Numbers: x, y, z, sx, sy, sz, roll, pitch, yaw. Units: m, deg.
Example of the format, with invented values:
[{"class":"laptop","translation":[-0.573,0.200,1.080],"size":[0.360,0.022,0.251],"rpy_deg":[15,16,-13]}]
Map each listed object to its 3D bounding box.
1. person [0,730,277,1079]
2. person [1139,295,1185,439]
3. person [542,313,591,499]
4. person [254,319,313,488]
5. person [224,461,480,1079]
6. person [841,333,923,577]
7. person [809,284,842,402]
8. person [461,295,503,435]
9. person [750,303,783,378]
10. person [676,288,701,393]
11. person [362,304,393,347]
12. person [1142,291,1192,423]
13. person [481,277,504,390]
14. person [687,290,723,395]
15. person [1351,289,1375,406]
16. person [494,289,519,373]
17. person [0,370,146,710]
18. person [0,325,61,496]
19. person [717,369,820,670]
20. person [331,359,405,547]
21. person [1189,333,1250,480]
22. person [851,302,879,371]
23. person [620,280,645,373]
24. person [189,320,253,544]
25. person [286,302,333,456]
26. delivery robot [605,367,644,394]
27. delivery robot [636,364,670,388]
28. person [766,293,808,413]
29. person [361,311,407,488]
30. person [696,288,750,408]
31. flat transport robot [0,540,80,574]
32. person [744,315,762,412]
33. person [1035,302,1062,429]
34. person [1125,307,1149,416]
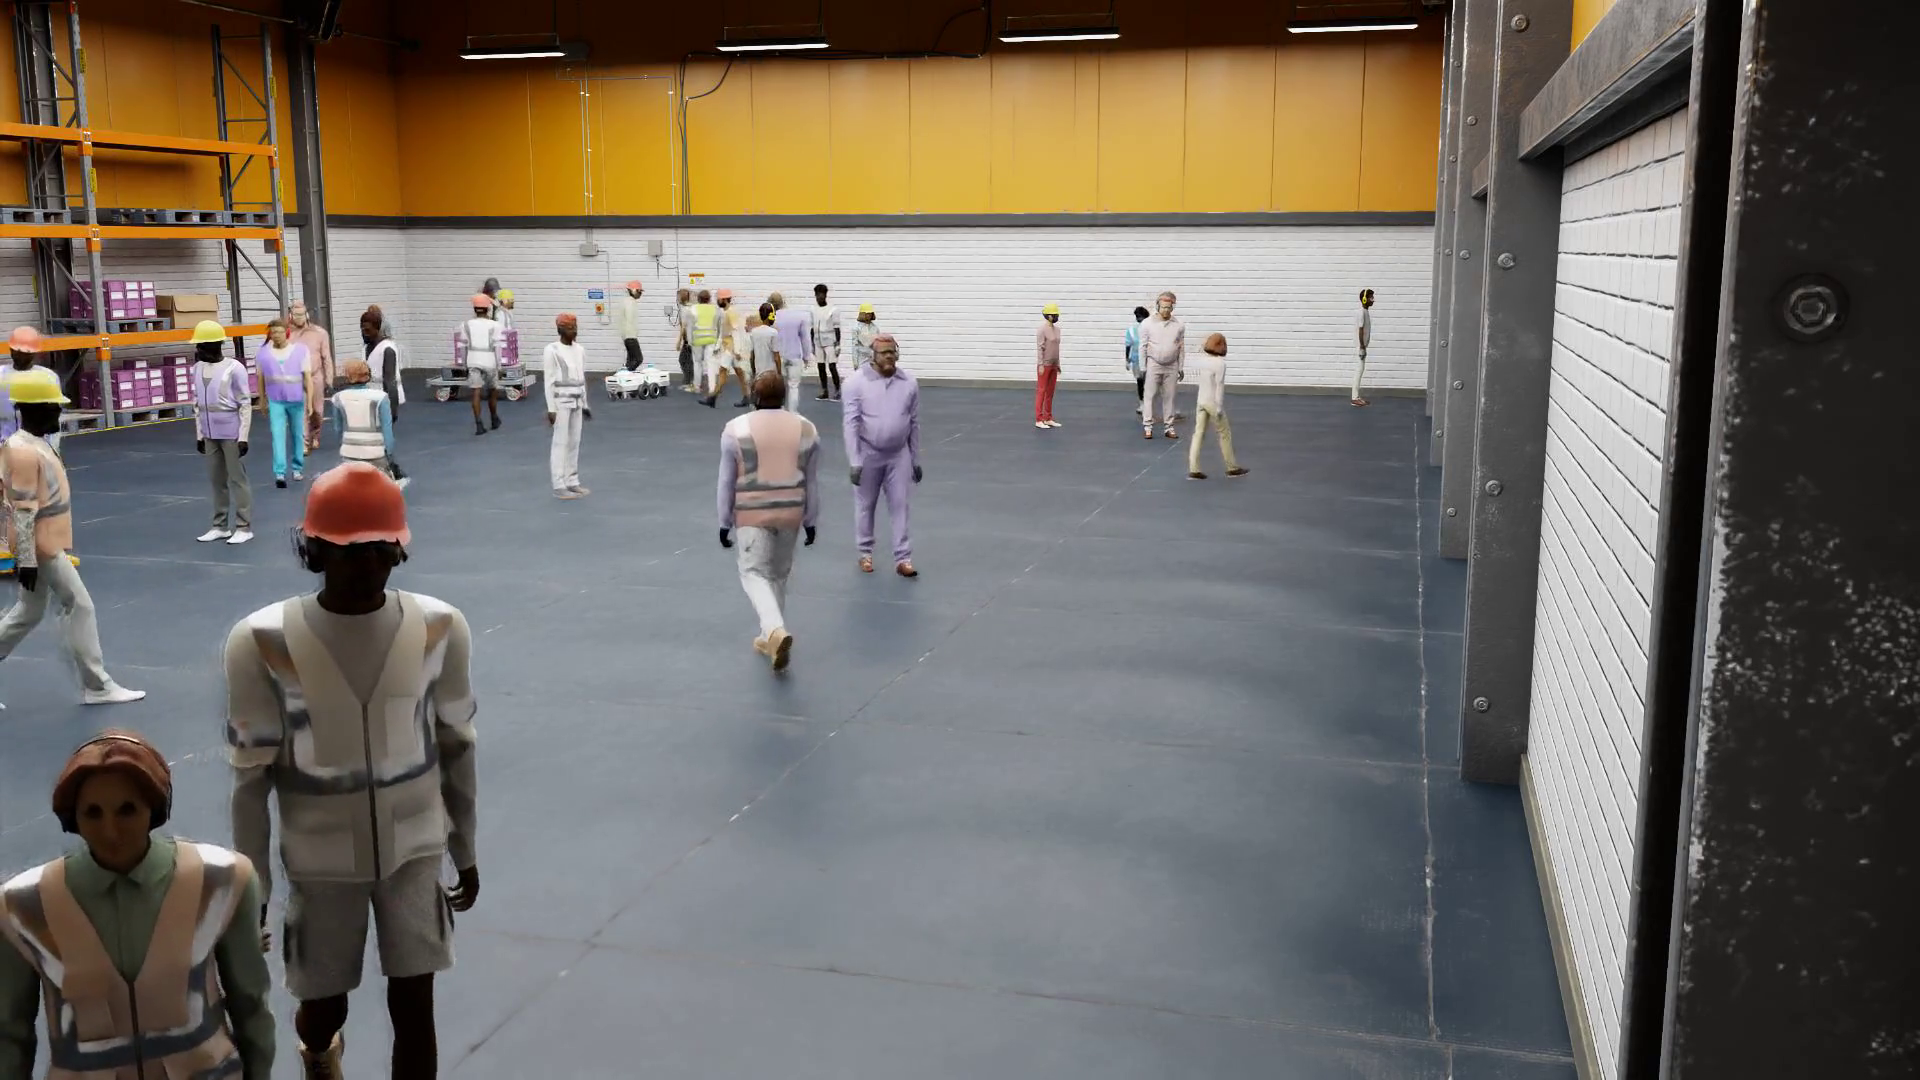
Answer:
[{"class":"person","translation":[-1.673,1.157,3.403],"size":[0.522,1.622,0.634],"rpy_deg":[-5,11,-26]},{"class":"person","translation":[2.694,-2.293,22.125],"size":[0.641,1.905,0.410],"rpy_deg":[-2,10,-11]},{"class":"person","translation":[-3.994,-1.363,16.917],"size":[0.337,1.879,0.583],"rpy_deg":[5,11,25]},{"class":"person","translation":[-7.218,-1.466,17.799],"size":[0.569,1.783,1.018],"rpy_deg":[-4,11,-20]},{"class":"person","translation":[-1.570,0.785,4.345],"size":[0.631,2.024,0.774],"rpy_deg":[-6,12,-30]},{"class":"person","translation":[-0.588,-0.660,12.962],"size":[0.658,1.904,0.527],"rpy_deg":[-4,11,-20]},{"class":"person","translation":[-2.225,-3.246,27.440],"size":[0.623,1.943,0.434],"rpy_deg":[6,11,29]},{"class":"person","translation":[-6.562,-2.420,22.886],"size":[0.565,1.882,0.975],"rpy_deg":[-1,10,-5]},{"class":"person","translation":[-2.369,-1.997,20.561],"size":[0.517,1.865,0.328],"rpy_deg":[8,13,37]},{"class":"person","translation":[-4.811,-3.475,29.037],"size":[0.626,1.819,0.536],"rpy_deg":[1,10,7]},{"class":"person","translation":[-9.569,-3.082,27.419],"size":[0.498,1.613,0.559],"rpy_deg":[1,10,7]},{"class":"person","translation":[2.978,-2.630,24.044],"size":[0.624,1.930,0.648],"rpy_deg":[3,10,14]},{"class":"person","translation":[-8.317,-3.686,29.622],"size":[0.540,2.000,0.700],"rpy_deg":[1,10,8]},{"class":"person","translation":[-4.407,-3.400,28.706],"size":[0.639,1.795,0.907],"rpy_deg":[-2,10,-13]},{"class":"person","translation":[6.495,-3.102,26.802],"size":[0.315,1.869,0.526],"rpy_deg":[3,10,16]},{"class":"person","translation":[-7.919,-3.436,28.841],"size":[0.610,1.817,0.594],"rpy_deg":[1,10,3]},{"class":"person","translation":[-5.094,0.012,9.110],"size":[0.921,1.896,0.596],"rpy_deg":[-4,11,-24]},{"class":"person","translation":[-7.644,-0.794,13.603],"size":[0.589,1.913,0.434],"rpy_deg":[-1,10,-5]},{"class":"person","translation":[-1.147,-0.128,10.117],"size":[0.633,1.816,0.796],"rpy_deg":[-5,11,-26]},{"class":"person","translation":[-4.972,-0.707,13.941],"size":[0.523,1.624,0.372],"rpy_deg":[0,10,0]},{"class":"person","translation":[2.842,-1.460,18.244],"size":[0.788,1.596,0.520],"rpy_deg":[-5,11,-26]},{"class":"person","translation":[-1.363,-2.615,24.396],"size":[0.493,1.743,0.301],"rpy_deg":[-8,13,-39]},{"class":"person","translation":[-5.701,-3.541,28.980],"size":[0.453,1.971,0.634],"rpy_deg":[-2,10,-10]},{"class":"person","translation":[-6.351,-0.922,14.300],"size":[0.589,1.924,0.384],"rpy_deg":[4,11,24]},{"class":"person","translation":[-8.110,-2.007,20.590],"size":[0.649,1.873,0.897],"rpy_deg":[-4,11,-21]},{"class":"delivery robot","translation":[-5.557,-2.624,27.548],"size":[0.477,0.478,0.707],"rpy_deg":[4,11,23]},{"class":"delivery robot","translation":[-5.233,-2.736,28.186],"size":[0.477,0.478,0.707],"rpy_deg":[4,11,23]},{"class":"person","translation":[-2.482,-2.530,23.493],"size":[0.718,1.902,0.369],"rpy_deg":[-3,11,-18]},{"class":"person","translation":[-5.919,-1.377,16.958],"size":[0.456,1.894,0.633],"rpy_deg":[-8,13,-39]},{"class":"person","translation":[-3.734,-3.032,26.339],"size":[0.947,1.885,0.542],"rpy_deg":[-2,10,-9]},{"class":"flat transport robot","translation":[-7.658,0.170,12.798],"size":[0.652,0.197,1.431],"rpy_deg":[9,13,40]},{"class":"person","translation":[-2.732,-2.278,22.833],"size":[0.529,1.621,0.506],"rpy_deg":[5,11,28]},{"class":"person","translation":[1.267,-2.458,23.444],"size":[0.326,1.769,0.524],"rpy_deg":[7,12,36]},{"class":"person","translation":[2.789,-2.708,25.188],"size":[0.567,1.642,0.896],"rpy_deg":[4,11,19]}]
